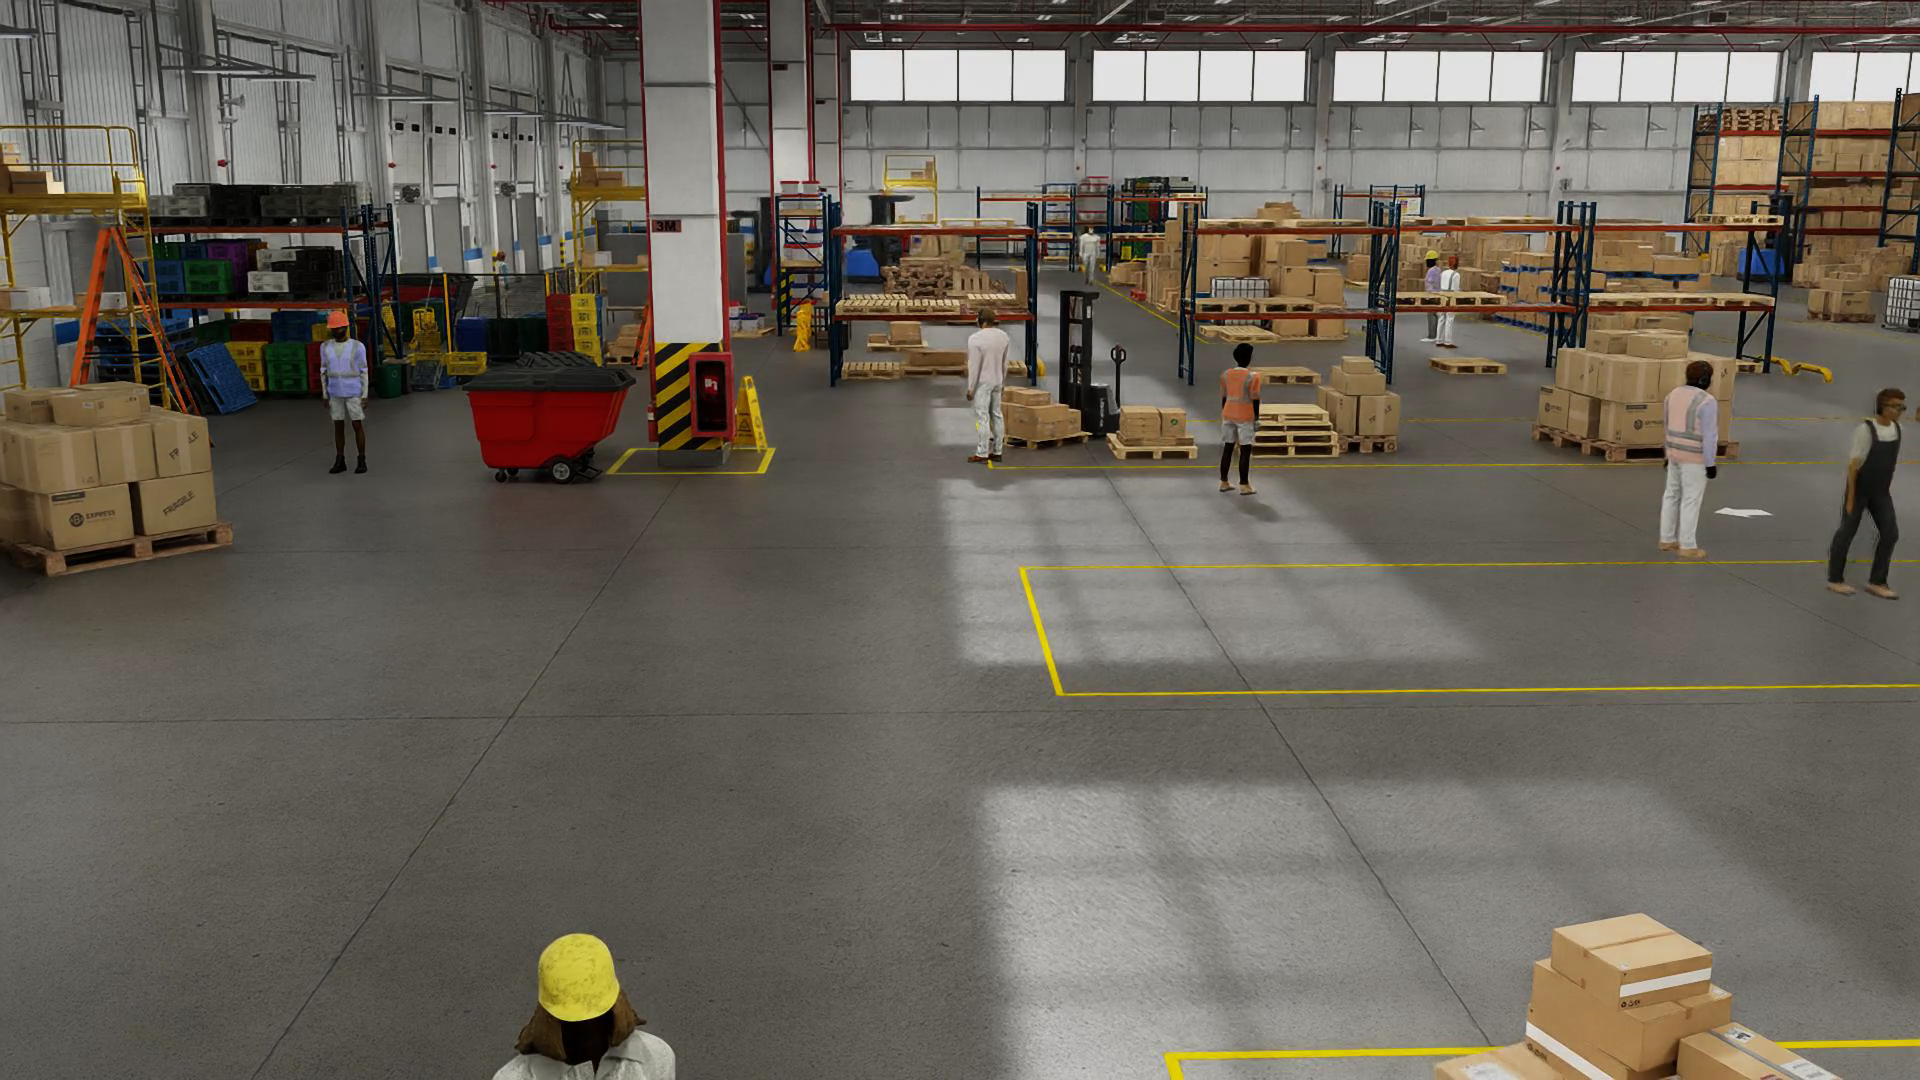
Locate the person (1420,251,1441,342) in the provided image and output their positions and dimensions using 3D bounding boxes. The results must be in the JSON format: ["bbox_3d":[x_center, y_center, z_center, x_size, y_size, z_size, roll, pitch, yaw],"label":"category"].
[{"bbox_3d":[9.948,-5.139,35.127,0.399,1.919,0.581,6,14,26],"label":"person"}]

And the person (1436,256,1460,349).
[{"bbox_3d":[9.935,-4.819,33.779,0.355,1.876,0.574,-5,13,-20],"label":"person"}]

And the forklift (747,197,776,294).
[{"bbox_3d":[-5.580,-8.610,48.596,1.873,2.768,1.129,0,12,-2],"label":"forklift"}]

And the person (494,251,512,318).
[{"bbox_3d":[-11.251,-6.261,40.841,0.313,1.634,0.515,-10,16,-39],"label":"person"}]

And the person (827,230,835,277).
[{"bbox_3d":[-4.352,-9.820,56.254,0.629,1.920,0.801,-5,13,-20],"label":"person"}]

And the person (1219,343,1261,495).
[{"bbox_3d":[3.118,-1.349,18.531,0.321,1.694,0.535,-11,17,-42],"label":"person"}]

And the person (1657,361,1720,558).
[{"bbox_3d":[6.808,-0.755,15.512,0.429,1.839,0.626,-3,13,-12],"label":"person"}]

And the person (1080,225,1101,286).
[{"bbox_3d":[4.096,-8.930,52.238,0.655,1.908,0.747,1,13,6],"label":"person"}]

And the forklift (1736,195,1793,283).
[{"bbox_3d":[26.195,-9.671,53.388,1.873,2.768,1.129,0,12,-2],"label":"forklift"}]

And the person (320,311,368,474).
[{"bbox_3d":[-7.309,-1.744,19.741,0.552,1.935,0.367,0,12,0],"label":"person"}]

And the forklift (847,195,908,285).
[{"bbox_3d":[-2.561,-9.515,52.683,1.873,2.768,1.129,3,13,12],"label":"forklift"}]

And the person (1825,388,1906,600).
[{"bbox_3d":[7.610,-0.383,13.906,0.505,1.803,0.682,-3,13,-14],"label":"person"}]

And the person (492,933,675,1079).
[{"bbox_3d":[-0.922,1.801,4.180,0.492,1.743,0.295,-7,14,-29],"label":"person"}]

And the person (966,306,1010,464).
[{"bbox_3d":[0.327,-1.900,20.443,0.631,1.939,0.369,-12,17,-43],"label":"person"}]

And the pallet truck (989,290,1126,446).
[{"bbox_3d":[1.257,-2.299,22.111,1.885,1.965,0.823,-9,15,-35],"label":"pallet truck"}]
